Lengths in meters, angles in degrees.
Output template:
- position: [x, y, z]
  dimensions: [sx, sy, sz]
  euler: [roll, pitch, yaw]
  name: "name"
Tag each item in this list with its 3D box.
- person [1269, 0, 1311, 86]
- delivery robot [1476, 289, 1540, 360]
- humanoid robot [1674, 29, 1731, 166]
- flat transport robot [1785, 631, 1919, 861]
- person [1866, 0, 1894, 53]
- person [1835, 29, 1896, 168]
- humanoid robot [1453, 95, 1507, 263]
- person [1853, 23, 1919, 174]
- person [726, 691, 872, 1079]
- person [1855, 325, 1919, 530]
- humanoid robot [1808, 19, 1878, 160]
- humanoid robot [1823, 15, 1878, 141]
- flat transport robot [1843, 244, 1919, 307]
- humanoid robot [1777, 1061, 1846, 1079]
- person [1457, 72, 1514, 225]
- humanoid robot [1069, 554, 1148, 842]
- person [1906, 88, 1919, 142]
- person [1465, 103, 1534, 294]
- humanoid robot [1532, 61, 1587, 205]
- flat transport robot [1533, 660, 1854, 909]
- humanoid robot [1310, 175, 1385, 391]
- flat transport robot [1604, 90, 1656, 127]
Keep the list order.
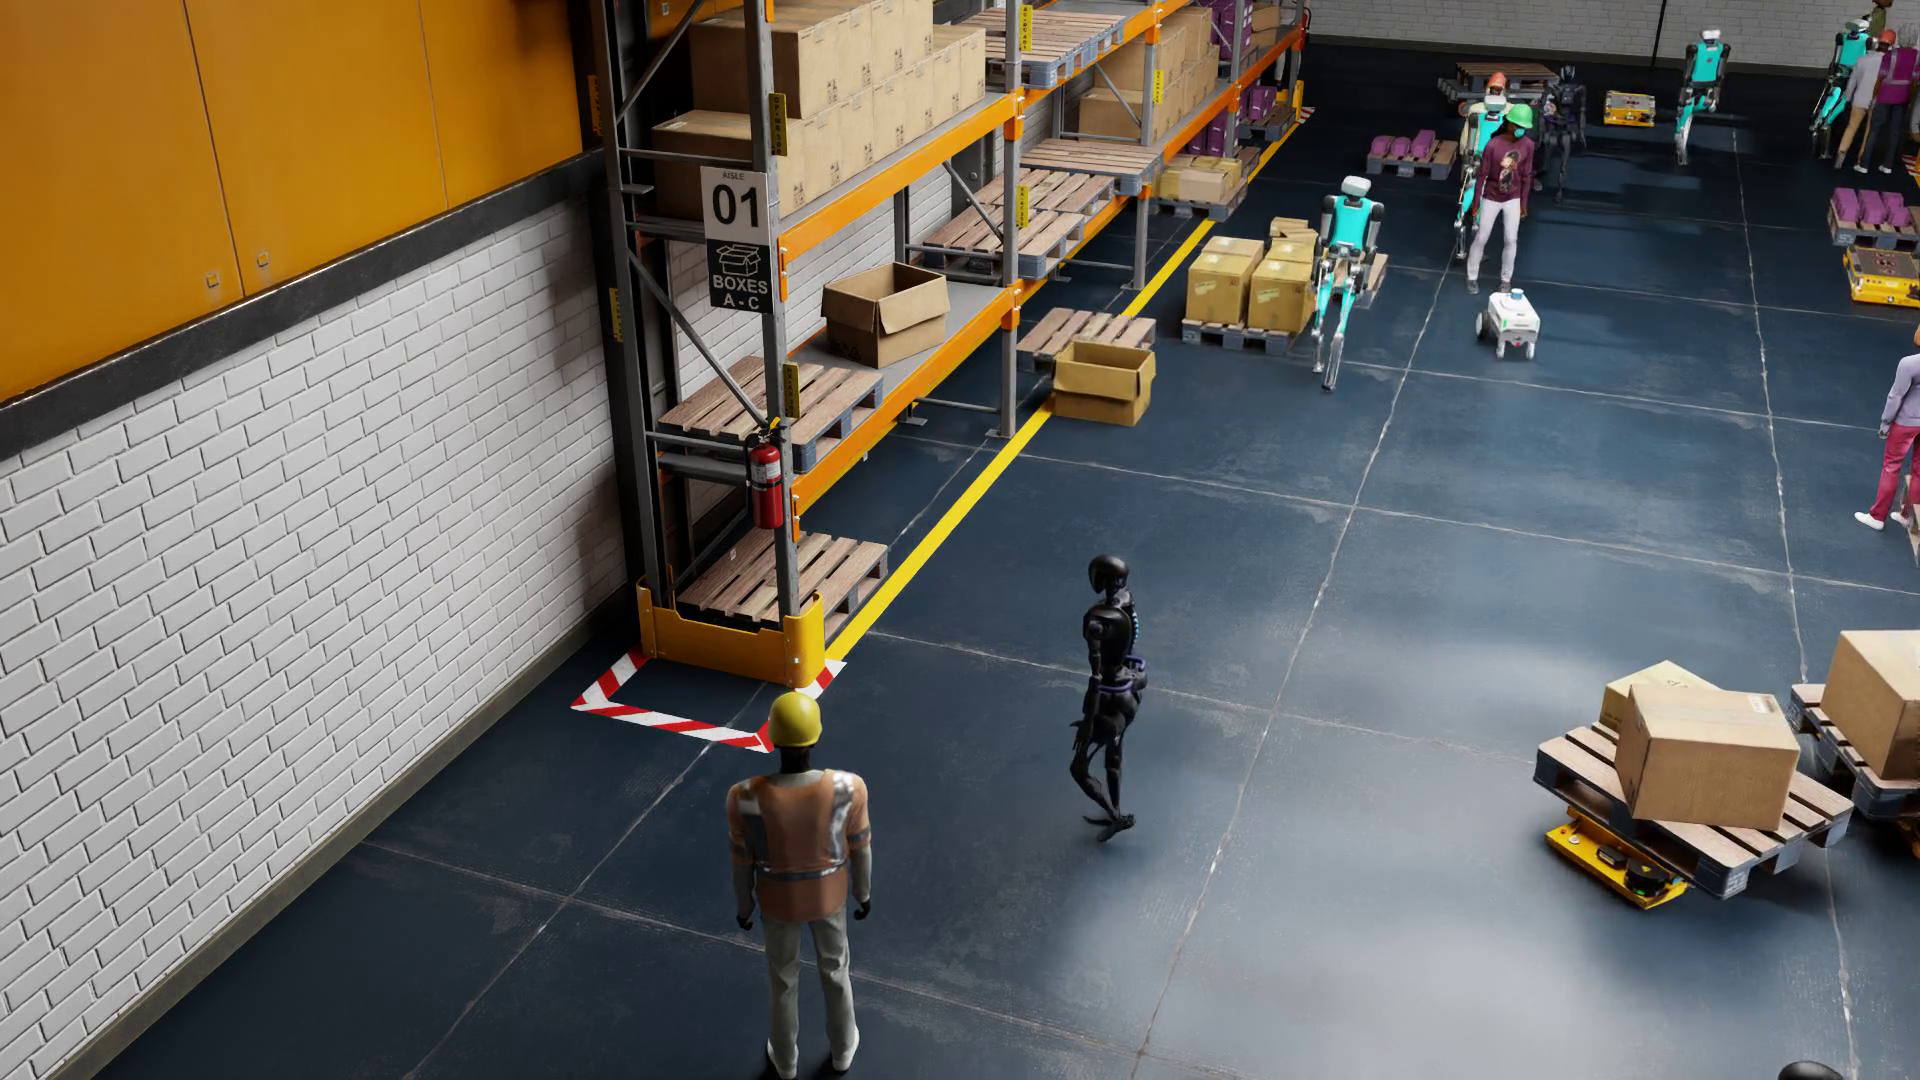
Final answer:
- position: [4.986, -7.883, 25.226]
  dimensions: [0.626, 1.936, 0.372]
  euler: [-4, 27, -7]
  name: "person"
- position: [5.100, -2.034, 15.359]
  dimensions: [0.499, 0.572, 0.747]
  euler: [2, 27, 5]
  name: "delivery robot"
- position: [9.240, -5.578, 20.952]
  dimensions: [0.547, 1.733, 0.990]
  euler: [0, 27, 0]
  name: "humanoid robot"
- position: [5.330, 1.335, 9.162]
  dimensions: [0.659, 0.231, 1.431]
  euler: [0, 27, 0]
  name: "flat transport robot"
- position: [13.315, -7.190, 24.222]
  dimensions: [0.445, 1.617, 0.511]
  euler: [10, 29, 19]
  name: "person"
- position: [11.379, -5.504, 20.832]
  dimensions: [0.577, 1.730, 0.628]
  euler: [22, 35, 36]
  name: "person"
- position: [5.339, -3.683, 17.142]
  dimensions: [0.533, 1.681, 0.735]
  euler: [19, 33, 32]
  name: "humanoid robot"
- position: [11.583, -5.476, 20.664]
  dimensions: [0.508, 1.839, 0.340]
  euler: [3, 27, 5]
  name: "person"
- position: [-0.669, 1.487, 7.057]
  dimensions: [0.592, 1.925, 0.365]
  euler: [-5, 28, -9]
  name: "person"
- position: [6.814, -0.832, 11.881]
  dimensions: [0.498, 1.629, 0.288]
  euler: [-2, 27, -5]
  name: "person"
- position: [11.120, -5.664, 21.163]
  dimensions: [0.649, 1.825, 0.537]
  euler: [-14, 30, -25]
  name: "humanoid robot"
- position: [12.008, -6.259, 22.421]
  dimensions: [0.612, 1.616, 0.822]
  euler: [17, 32, 29]
  name: "humanoid robot"
- position: [9.447, -2.704, 16.995]
  dimensions: [0.659, 0.231, 1.431]
  euler: [10, 29, 19]
  name: "flat transport robot"
- position: [2.770, 2.394, 5.617]
  dimensions: [0.789, 1.620, 0.613]
  euler: [9, 29, 17]
  name: "humanoid robot"
- position: [5.880, -4.359, 18.609]
  dimensions: [0.591, 1.726, 0.536]
  euler: [-1, 27, -1]
  name: "person"
- position: [0.806, 0.819, 8.624]
  dimensions: [0.375, 1.642, 0.616]
  euler: [13, 30, 23]
  name: "humanoid robot"
- position: [13.067, -6.263, 22.183]
  dimensions: [0.626, 1.844, 0.429]
  euler: [-13, 30, -24]
  name: "person"
- position: [5.353, -3.377, 16.491]
  dimensions: [0.565, 1.933, 0.454]
  euler: [1, 27, 2]
  name: "person"
- position: [7.061, -4.834, 19.610]
  dimensions: [0.599, 1.640, 0.627]
  euler: [-1, 27, -1]
  name: "humanoid robot"
- position: [3.872, 1.495, 8.851]
  dimensions: [1.431, 0.231, 0.659]
  euler: [-15, 31, -27]
  name: "flat transport robot"
- position: [3.271, -2.144, 14.404]
  dimensions: [0.569, 1.880, 0.844]
  euler: [9, 29, 17]
  name: "humanoid robot"
- position: [9.509, -6.122, 23.626]
  dimensions: [0.659, 0.231, 1.431]
  euler: [9, 29, 17]
  name: "flat transport robot"
